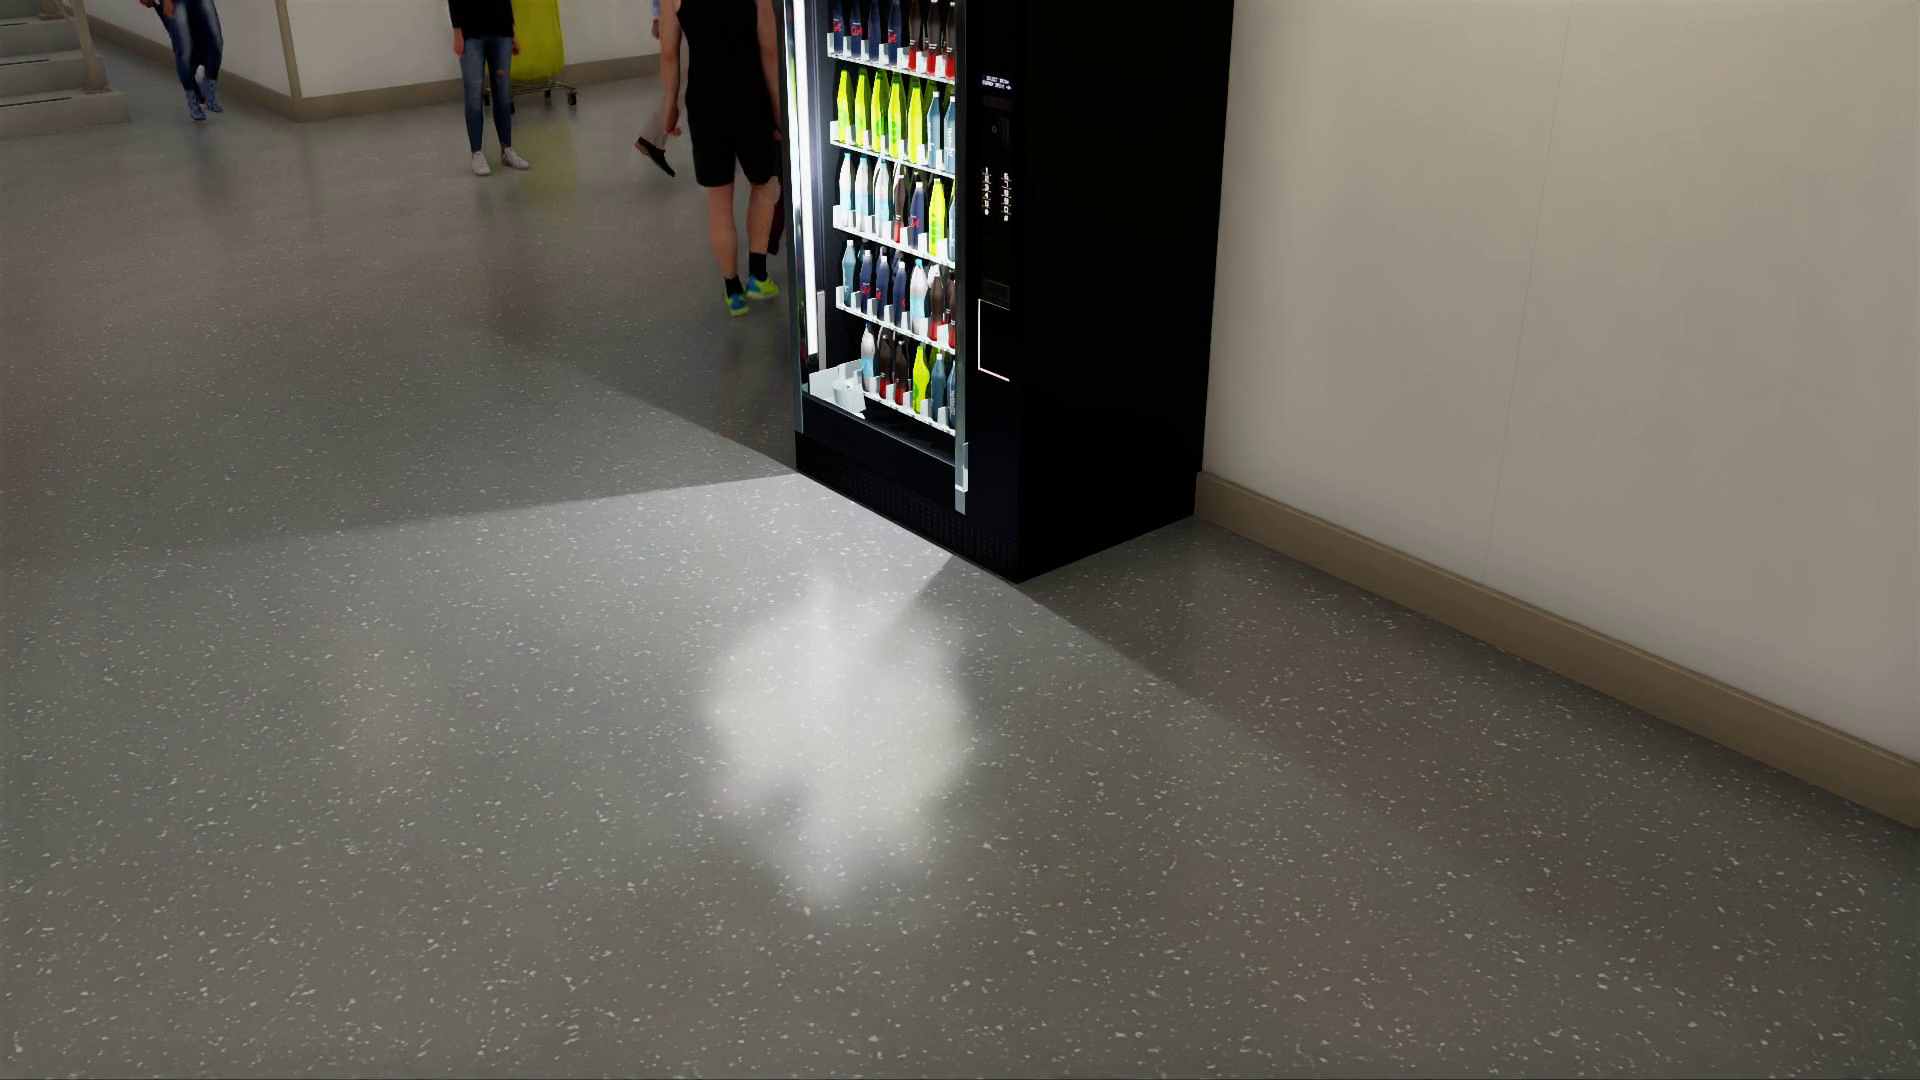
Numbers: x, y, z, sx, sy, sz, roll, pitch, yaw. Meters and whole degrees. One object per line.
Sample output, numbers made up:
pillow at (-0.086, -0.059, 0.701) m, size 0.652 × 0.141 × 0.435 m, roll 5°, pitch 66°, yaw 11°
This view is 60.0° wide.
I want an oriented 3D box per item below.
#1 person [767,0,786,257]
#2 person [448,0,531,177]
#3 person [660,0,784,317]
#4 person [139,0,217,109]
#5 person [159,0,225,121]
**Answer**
person at (-0.867, -2.219, 8.219) m, size 1.078 × 1.687 × 1.058 m, roll 6°, pitch 26°, yaw 12°
person at (-2.868, -3.055, 10.000) m, size 0.554 × 1.646 × 0.514 m, roll -19°, pitch 31°, yaw -34°
person at (-1.027, -1.892, 7.314) m, size 0.819 × 1.884 × 0.846 m, roll -1°, pitch 26°, yaw -1°
person at (-5.466, -3.876, 11.543) m, size 0.796 × 1.785 × 0.968 m, roll -10°, pitch 28°, yaw -20°
person at (-5.329, -3.692, 11.358) m, size 0.670 × 1.613 × 0.701 m, roll 21°, pitch 33°, yaw 36°
